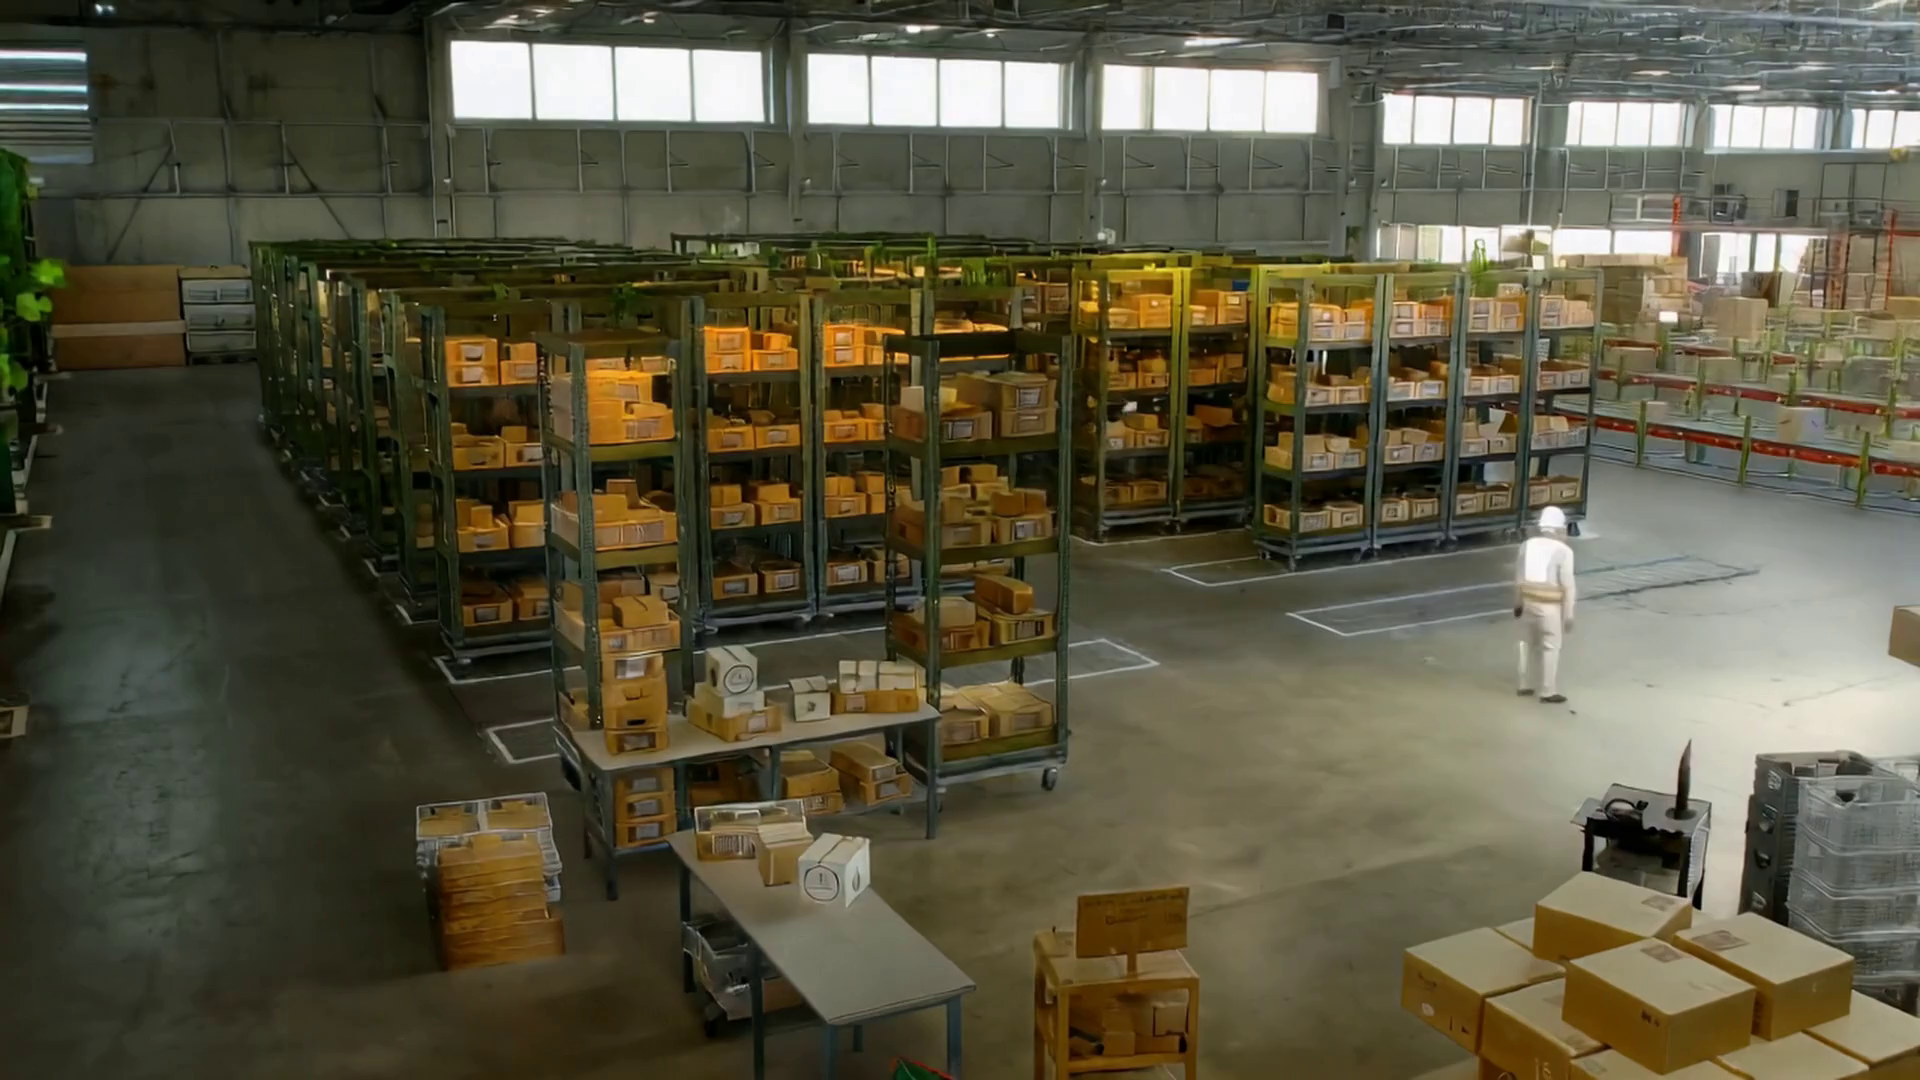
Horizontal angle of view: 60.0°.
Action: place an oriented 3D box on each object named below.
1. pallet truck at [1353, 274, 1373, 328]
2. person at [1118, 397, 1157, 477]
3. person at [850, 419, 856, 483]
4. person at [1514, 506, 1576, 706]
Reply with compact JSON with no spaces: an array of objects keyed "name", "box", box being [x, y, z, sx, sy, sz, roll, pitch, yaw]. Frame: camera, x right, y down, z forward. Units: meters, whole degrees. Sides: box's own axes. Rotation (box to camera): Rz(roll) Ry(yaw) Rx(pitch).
[{"name":"pallet truck","box":[13.011,-8.050,55.243,0.823,1.965,1.885,-7,14,-28]},{"name":"person","box":[2.543,-1.322,23.944,0.467,1.931,0.631,-8,15,-34]},{"name":"person","box":[-1.468,-0.927,22.317,0.606,1.824,0.599,-9,15,-35]},{"name":"person","box":[5.350,0.597,15.190,0.404,1.829,0.609,-8,14,-32]}]
